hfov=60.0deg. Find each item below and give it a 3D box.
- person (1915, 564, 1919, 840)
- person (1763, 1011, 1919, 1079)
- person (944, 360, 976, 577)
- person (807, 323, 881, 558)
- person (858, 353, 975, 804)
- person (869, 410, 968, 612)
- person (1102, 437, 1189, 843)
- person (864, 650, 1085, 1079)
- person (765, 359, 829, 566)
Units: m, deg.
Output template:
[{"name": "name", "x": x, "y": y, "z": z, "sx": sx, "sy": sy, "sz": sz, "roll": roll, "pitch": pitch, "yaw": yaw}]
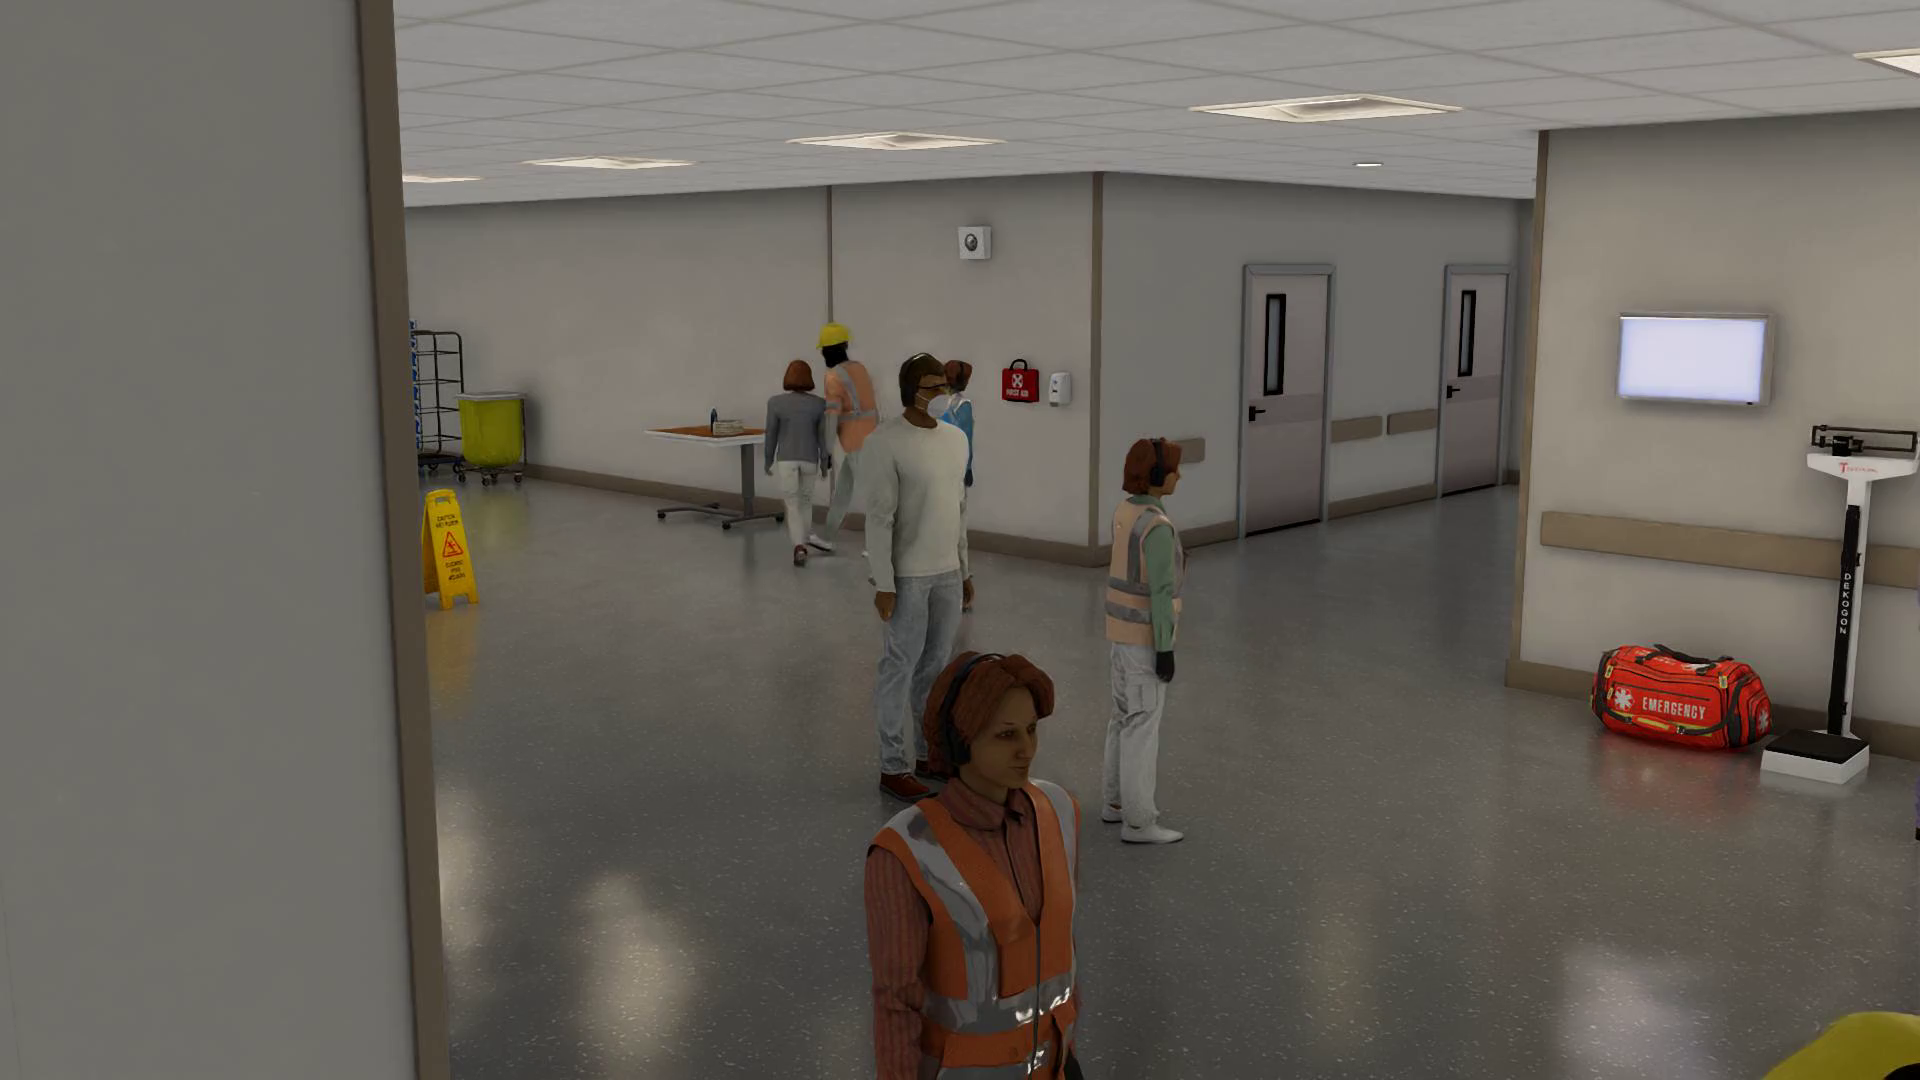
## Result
[{"name": "person", "x": 4.082, "y": 0.304, "z": 6.495, "sx": 0.399, "sy": 1.902, "sz": 0.648, "roll": -6, "pitch": 11, "yaw": -31}, {"name": "person", "x": 0.604, "y": 1.211, "z": 1.143, "sx": 0.586, "sy": 1.827, "sz": 0.404, "roll": 2, "pitch": 9, "yaw": 10}, {"name": "person", "x": -0.067, "y": -0.529, "z": 12.427, "sx": 0.324, "sy": 1.630, "sz": 0.510, "roll": -5, "pitch": 11, "yaw": -28}, {"name": "person", "x": -0.906, "y": -0.780, "z": 13.219, "sx": 0.949, "sy": 1.859, "sz": 0.585, "roll": 3, "pitch": 10, "yaw": 19}, {"name": "person", "x": -0.164, "y": 0.156, "z": 7.269, "sx": 0.372, "sy": 1.940, "sz": 0.632, "roll": 7, "pitch": 12, "yaw": 38}, {"name": "person", "x": -0.285, "y": -0.357, "z": 11.263, "sx": 0.856, "sy": 1.646, "sz": 0.555, "roll": 5, "pitch": 10, "yaw": 28}, {"name": "person", "x": 0.739, "y": 0.403, "z": 6.692, "sx": 0.313, "sy": 1.632, "sz": 0.519, "roll": -2, "pitch": 9, "yaw": -10}, {"name": "person", "x": 0.037, "y": 1.002, "z": 2.994, "sx": 0.307, "sy": 1.641, "sz": 0.512, "roll": 8, "pitch": 12, "yaw": 42}, {"name": "person", "x": -1.268, "y": -0.614, "z": 13.033, "sx": 0.503, "sy": 1.603, "sz": 0.765, "roll": -3, "pitch": 10, "yaw": -18}]
